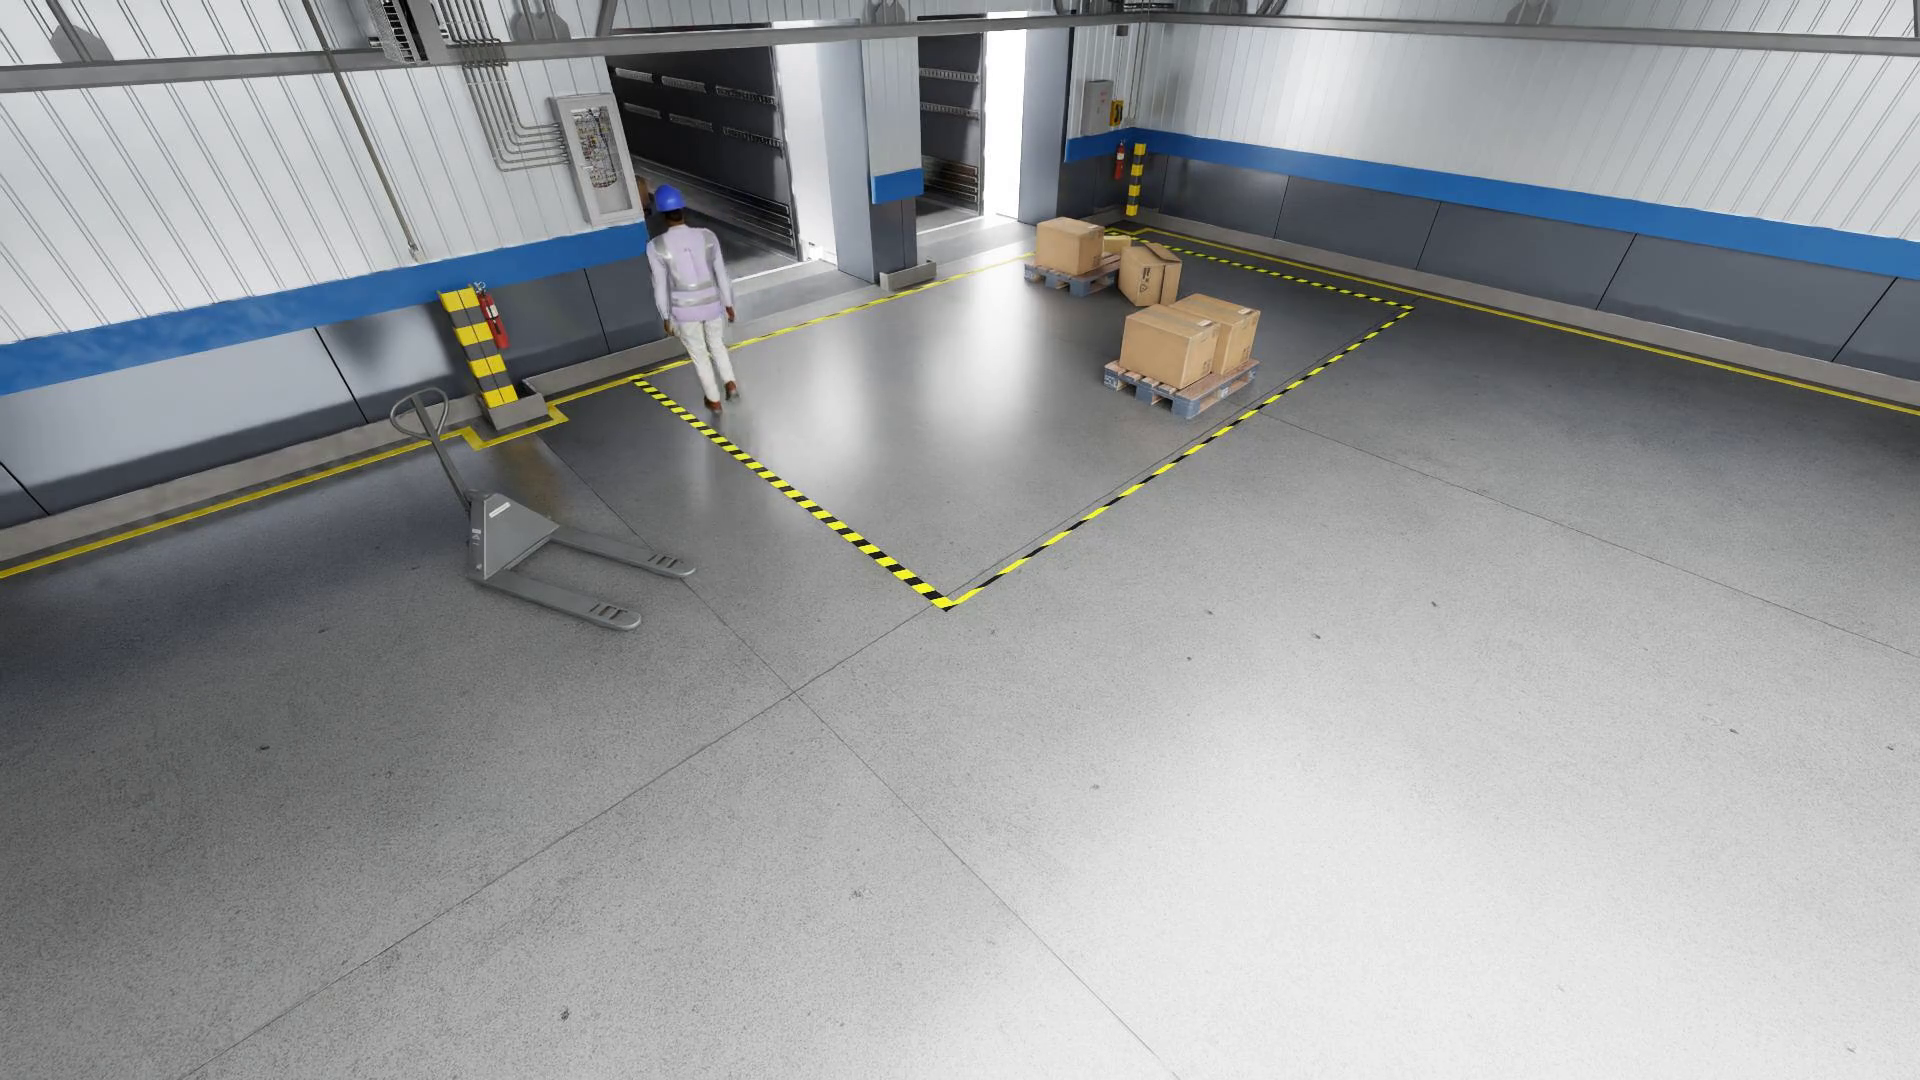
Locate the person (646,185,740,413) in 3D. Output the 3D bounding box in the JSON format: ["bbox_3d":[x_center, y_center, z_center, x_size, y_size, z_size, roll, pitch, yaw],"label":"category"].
[{"bbox_3d":[-2.239,-1.977,6.266,0.628,1.924,0.506,-25,44,-29],"label":"person"}]

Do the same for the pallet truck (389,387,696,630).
[{"bbox_3d":[-2.613,-0.247,4.593,1.601,1.201,0.680,14,40,17],"label":"pallet truck"}]
